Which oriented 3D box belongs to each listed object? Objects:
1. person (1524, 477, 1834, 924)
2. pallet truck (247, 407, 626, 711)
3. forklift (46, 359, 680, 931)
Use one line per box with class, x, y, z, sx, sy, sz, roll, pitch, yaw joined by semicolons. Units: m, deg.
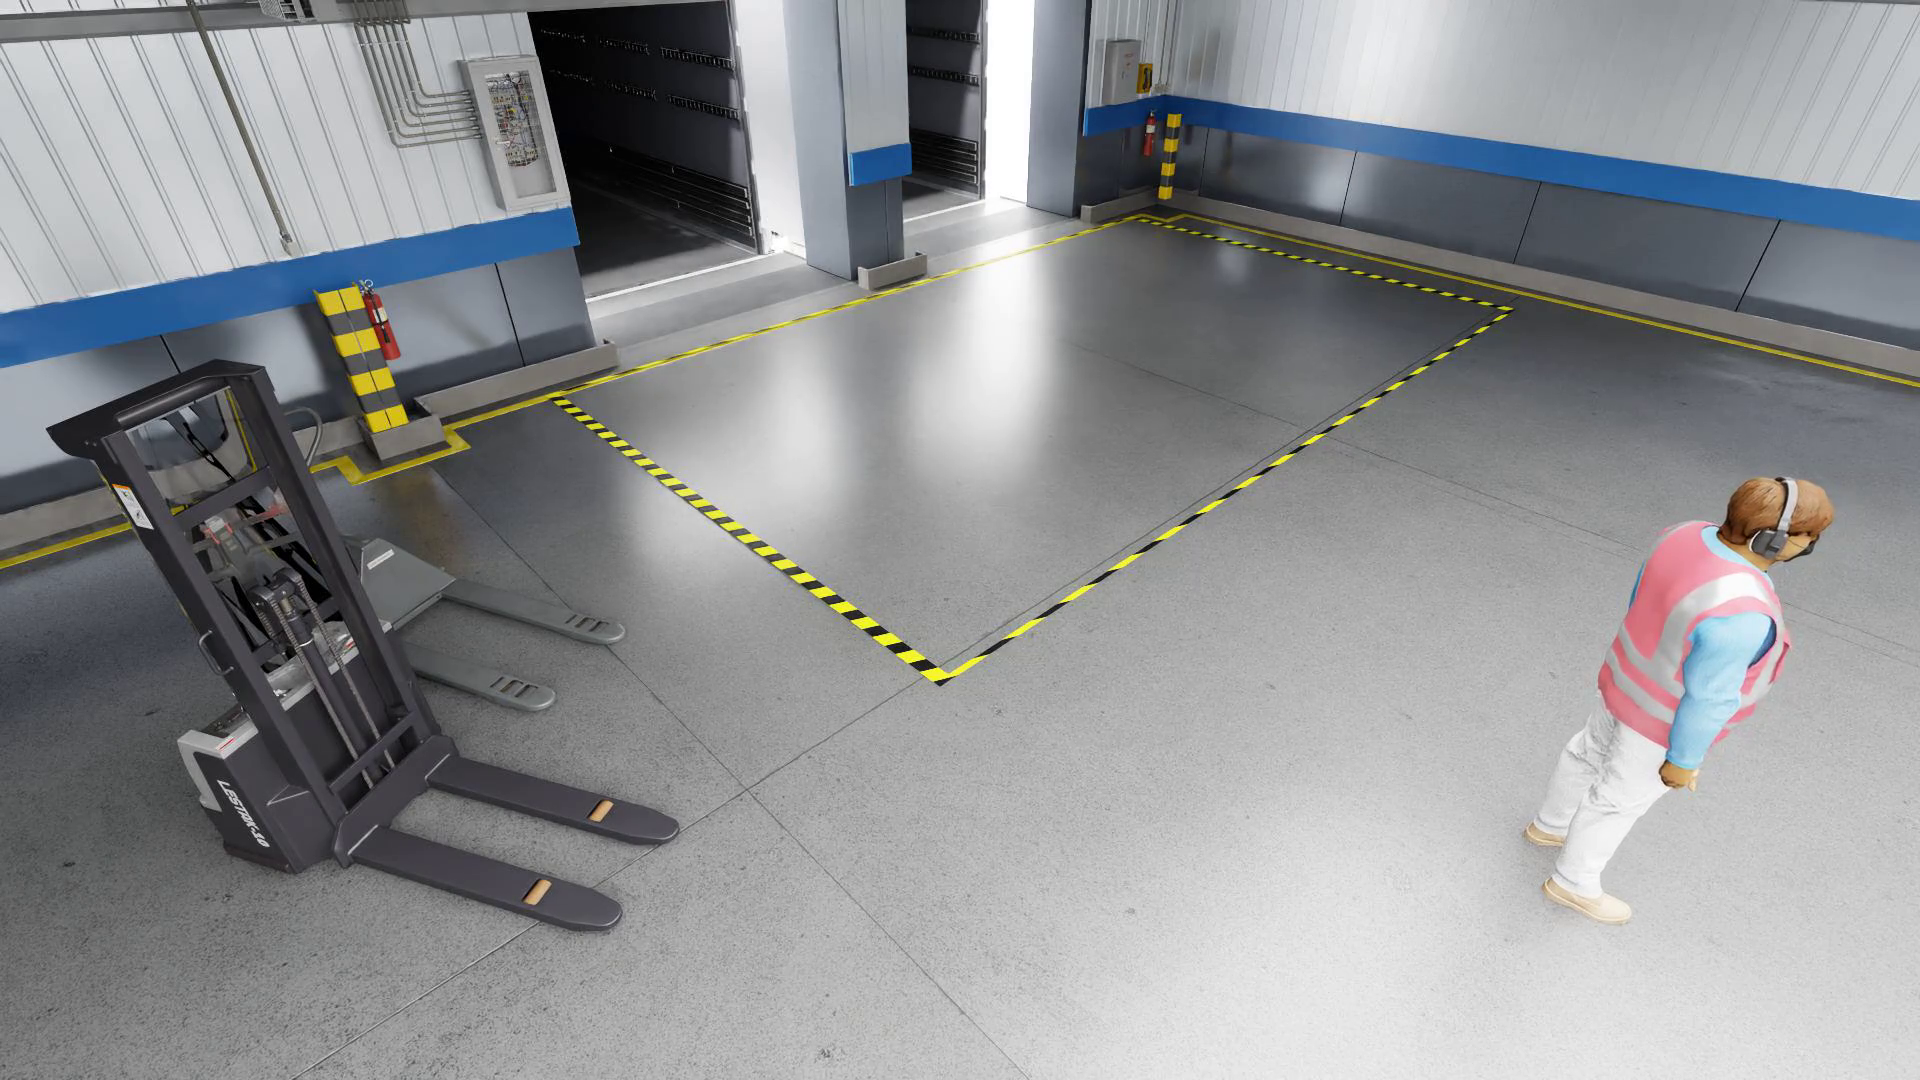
person;2.491;0.590;3.244;0.430;1.845;0.618;10;35;14
pallet truck;-2.628;0.038;4.590;1.601;1.201;0.680;12;36;18
forklift;-2.135;0.422;3.354;1.885;1.965;0.823;10;35;14
